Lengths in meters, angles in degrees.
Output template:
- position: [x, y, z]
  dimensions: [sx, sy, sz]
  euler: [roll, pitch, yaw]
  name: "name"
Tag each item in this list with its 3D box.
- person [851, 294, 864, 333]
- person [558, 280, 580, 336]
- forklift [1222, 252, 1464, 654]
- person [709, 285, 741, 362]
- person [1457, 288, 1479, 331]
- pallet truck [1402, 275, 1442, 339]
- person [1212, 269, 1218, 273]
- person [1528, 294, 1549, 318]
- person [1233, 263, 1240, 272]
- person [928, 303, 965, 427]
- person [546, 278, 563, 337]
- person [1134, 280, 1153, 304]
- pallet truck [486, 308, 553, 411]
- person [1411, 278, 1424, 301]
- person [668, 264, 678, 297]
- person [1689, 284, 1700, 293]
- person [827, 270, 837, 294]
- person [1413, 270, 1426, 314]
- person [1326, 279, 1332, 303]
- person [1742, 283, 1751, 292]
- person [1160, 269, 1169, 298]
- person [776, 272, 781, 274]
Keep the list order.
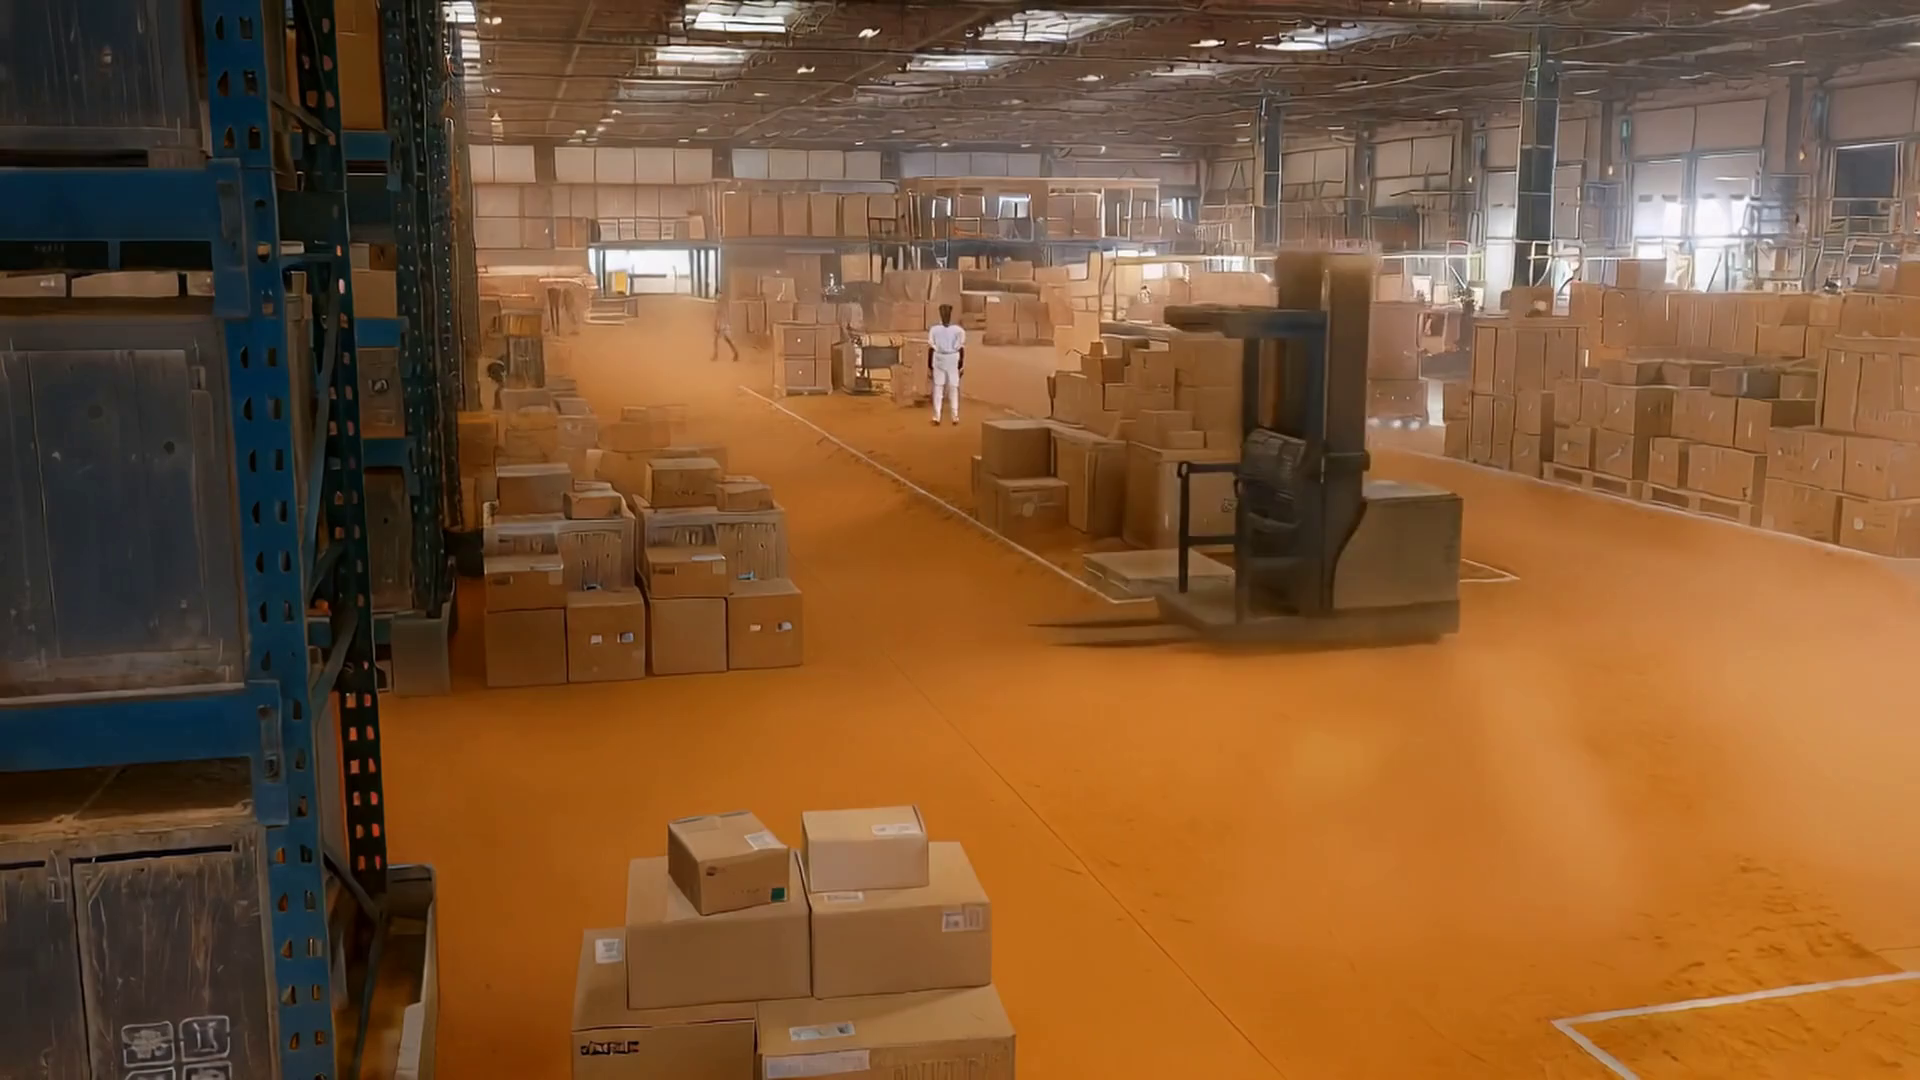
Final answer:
- position: [-2.644, -5.514, 42.802]
  dimensions: [0.516, 1.672, 0.582]
  euler: [-3, 10, -15]
  name: "person"
- position: [-12.547, -7.410, 53.247]
  dimensions: [0.727, 1.779, 0.619]
  euler: [2, 10, 10]
  name: "person"
- position: [2.630, -0.696, 12.113]
  dimensions: [1.873, 2.768, 1.129]
  euler: [-3, 10, -15]
  name: "forklift"
- position: [-5.879, -5.378, 41.419]
  dimensions: [0.882, 1.910, 0.549]
  euler: [8, 13, 40]
  name: "person"
- position: [12.761, -5.405, 41.756]
  dimensions: [0.522, 1.833, 0.391]
  euler: [6, 12, 30]
  name: "person"
- position: [14.620, -7.324, 52.145]
  dimensions: [0.823, 1.965, 1.885]
  euler: [8, 13, 40]
  name: "pallet truck"
- position: [10.739, -10.473, 70.218]
  dimensions: [0.492, 1.910, 0.671]
  euler: [8, 13, 39]
  name: "person"
- position: [11.756, -4.111, 34.243]
  dimensions: [0.904, 1.899, 0.547]
  euler: [-1, 10, -7]
  name: "person"
- position: [15.169, -14.149, 90.950]
  dimensions: [0.625, 1.957, 1.008]
  euler: [6, 12, 30]
  name: "person"
- position: [-0.223, -2.791, 26.563]
  dimensions: [0.608, 1.965, 0.365]
  euler: [2, 10, 10]
  name: "person"
- position: [-12.852, -7.352, 52.650]
  dimensions: [0.531, 1.876, 0.317]
  euler: [-2, 10, -9]
  name: "person"
- position: [5.495, -6.869, 49.913]
  dimensions: [0.598, 1.889, 0.984]
  euler: [0, 10, 0]
  name: "person"
- position: [-6.242, -2.418, 24.362]
  dimensions: [0.823, 1.965, 1.885]
  euler: [1, 10, 3]
  name: "pallet truck"
- position: [14.889, -7.598, 54.136]
  dimensions: [0.430, 1.845, 0.619]
  euler: [2, 10, 10]
  name: "person"
- position: [-16.310, -14.762, 94.591]
  dimensions: [0.575, 1.883, 0.355]
  euler: [-2, 10, -11]
  name: "person"
- position: [18.091, -5.336, 41.070]
  dimensions: [0.629, 1.936, 0.373]
  euler: [4, 11, 21]
  name: "person"
- position: [-4.392, -8.291, 57.498]
  dimensions: [0.392, 2.039, 0.612]
  euler: [1, 10, 4]
  name: "person"
- position: [19.113, -10.274, 69.174]
  dimensions: [0.561, 1.884, 0.980]
  euler: [5, 11, 28]
  name: "person"
- position: [14.742, -9.654, 65.629]
  dimensions: [0.617, 1.895, 0.995]
  euler: [6, 12, 32]
  name: "person"
- position: [21.373, -6.079, 45.447]
  dimensions: [0.617, 1.887, 0.894]
  euler: [3, 10, 14]
  name: "person"
- position: [8.397, -10.166, 68.444]
  dimensions: [0.381, 1.923, 0.591]
  euler: [5, 11, 26]
  name: "person"
- position: [-7.152, -9.605, 65.443]
  dimensions: [0.332, 1.865, 0.520]
  euler: [-10, 14, -44]
  name: "person"
